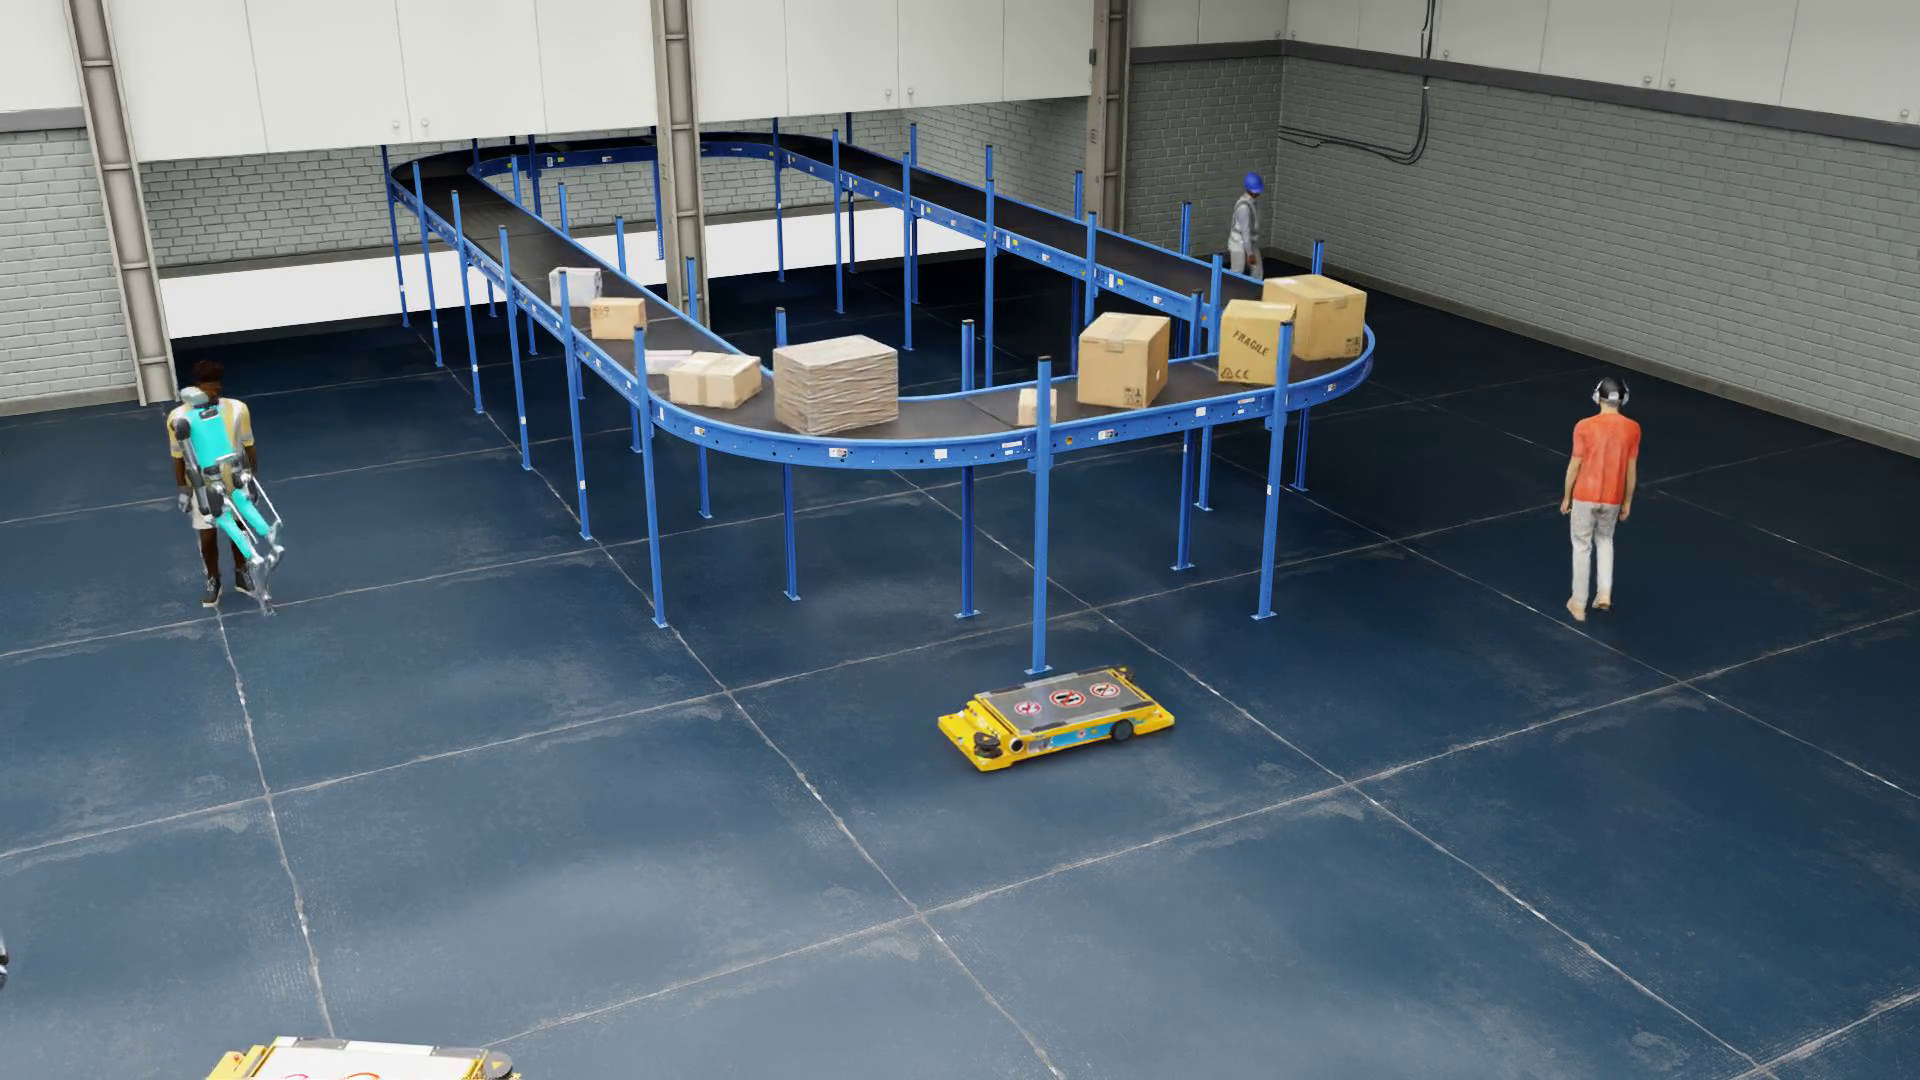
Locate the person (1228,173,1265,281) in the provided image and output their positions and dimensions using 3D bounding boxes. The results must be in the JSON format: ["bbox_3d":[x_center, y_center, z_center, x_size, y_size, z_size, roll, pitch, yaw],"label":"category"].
[{"bbox_3d":[3.637,-3.658,20.769,0.745,1.887,0.682,13,25,29],"label":"person"}]

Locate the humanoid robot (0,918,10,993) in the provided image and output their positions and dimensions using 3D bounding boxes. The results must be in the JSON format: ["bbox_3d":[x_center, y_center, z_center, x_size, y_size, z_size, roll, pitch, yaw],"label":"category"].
[{"bbox_3d":[-4.536,1.860,7.343,0.532,1.825,0.679,-20,29,-40],"label":"humanoid robot"}]

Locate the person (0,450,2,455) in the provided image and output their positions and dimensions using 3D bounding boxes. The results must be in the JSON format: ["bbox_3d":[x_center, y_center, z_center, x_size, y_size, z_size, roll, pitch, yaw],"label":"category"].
[{"bbox_3d":[-9.785,-1.584,15.641,0.618,1.876,0.917,15,27,33],"label":"person"}]

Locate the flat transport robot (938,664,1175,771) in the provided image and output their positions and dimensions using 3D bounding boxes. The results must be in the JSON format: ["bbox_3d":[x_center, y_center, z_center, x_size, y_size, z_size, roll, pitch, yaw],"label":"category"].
[{"bbox_3d":[0.639,1.164,10.998,1.431,0.231,0.659,-10,24,-24],"label":"flat transport robot"}]

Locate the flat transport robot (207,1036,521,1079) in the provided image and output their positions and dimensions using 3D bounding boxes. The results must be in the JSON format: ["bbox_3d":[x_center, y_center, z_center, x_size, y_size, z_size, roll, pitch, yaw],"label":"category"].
[{"bbox_3d":[-2.793,2.570,7.523,1.431,0.231,0.659,2,22,5],"label":"flat transport robot"}]

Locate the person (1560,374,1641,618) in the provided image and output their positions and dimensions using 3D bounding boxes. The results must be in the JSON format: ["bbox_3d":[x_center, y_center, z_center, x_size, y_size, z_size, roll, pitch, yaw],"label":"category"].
[{"bbox_3d":[4.780,-0.326,12.511,0.484,1.895,0.458,1,22,2],"label":"person"}]

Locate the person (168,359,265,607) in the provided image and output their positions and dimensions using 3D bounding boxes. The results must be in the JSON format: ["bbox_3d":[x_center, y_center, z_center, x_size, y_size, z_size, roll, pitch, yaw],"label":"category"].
[{"bbox_3d":[-5.663,-0.442,12.725,0.619,1.952,0.396,-19,29,-38],"label":"person"}]

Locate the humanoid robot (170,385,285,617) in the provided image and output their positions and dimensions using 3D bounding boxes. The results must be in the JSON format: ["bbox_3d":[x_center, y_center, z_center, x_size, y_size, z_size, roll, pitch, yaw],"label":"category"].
[{"bbox_3d":[-5.400,-0.248,12.606,0.876,1.819,0.540,10,24,23],"label":"humanoid robot"}]
